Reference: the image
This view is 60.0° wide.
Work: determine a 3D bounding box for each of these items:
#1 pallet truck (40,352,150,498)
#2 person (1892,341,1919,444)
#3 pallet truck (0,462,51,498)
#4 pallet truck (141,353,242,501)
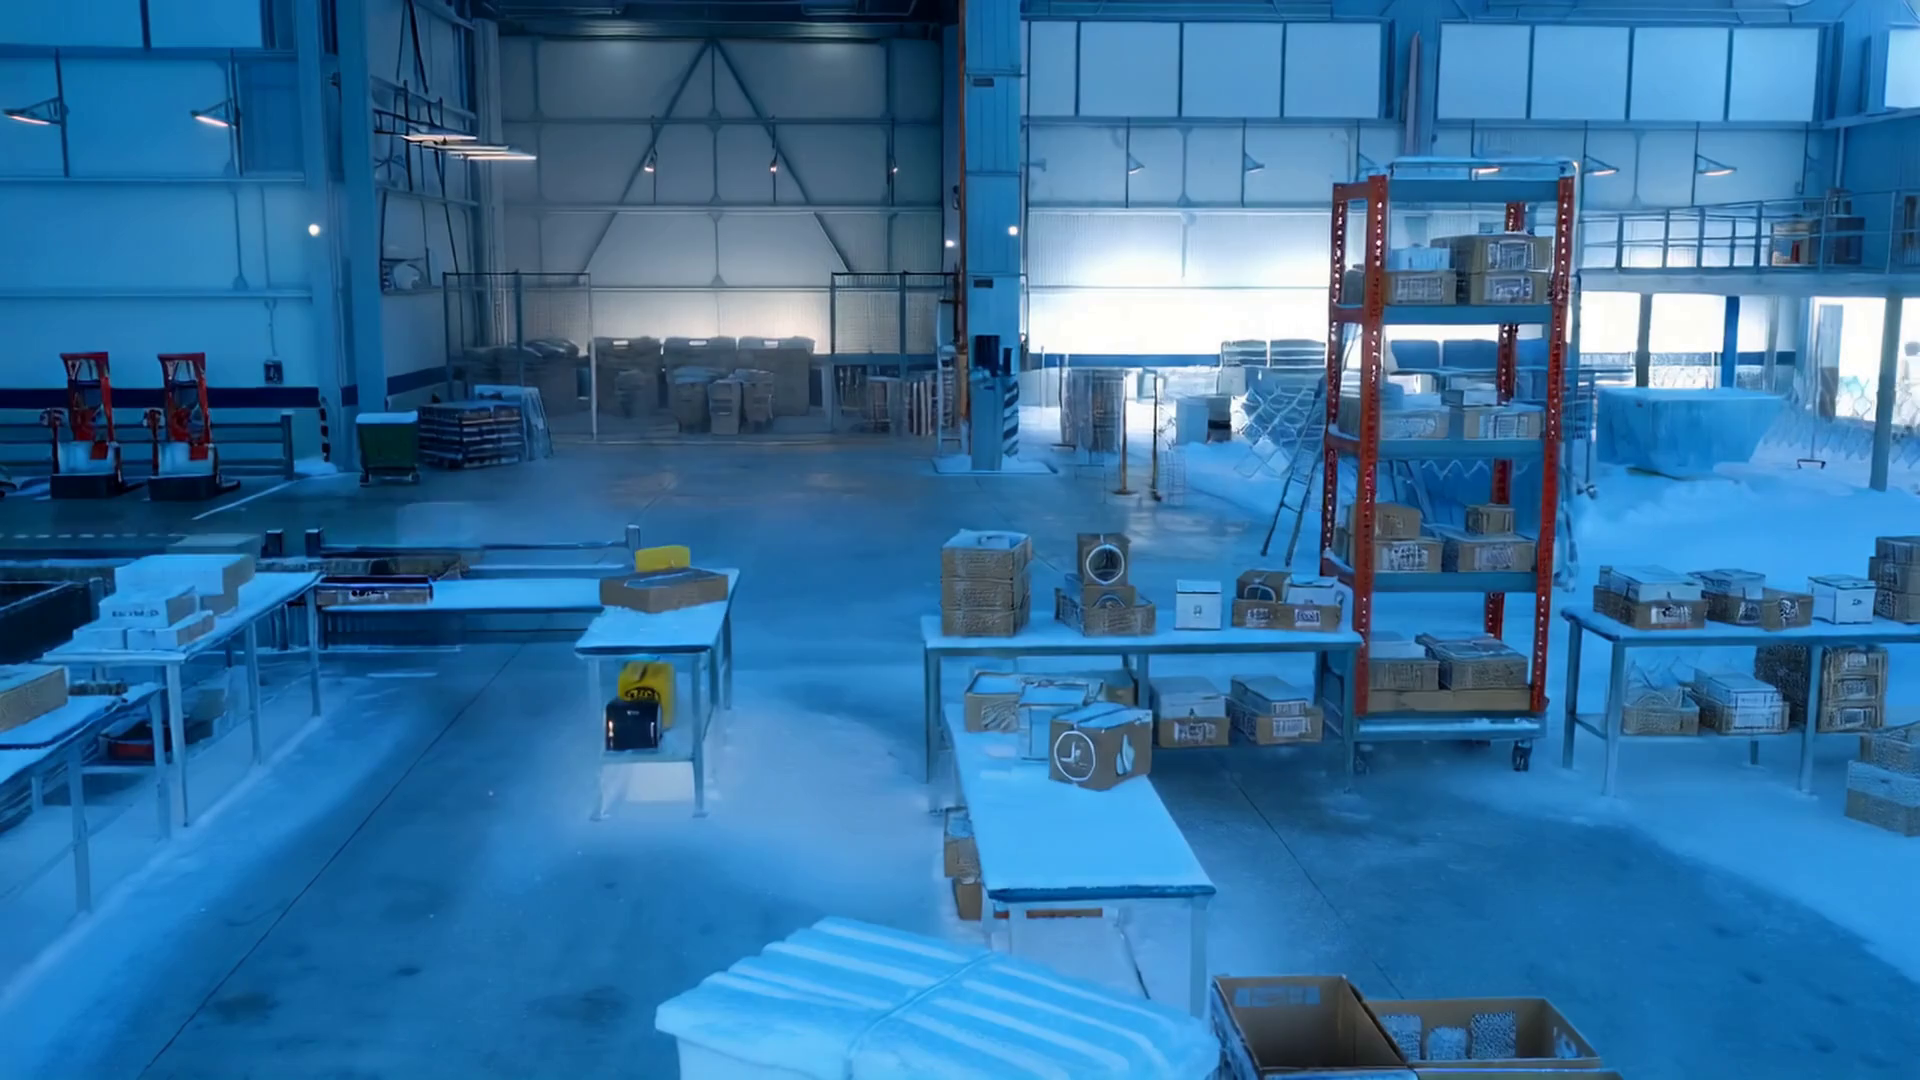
[{"bbox_3d":[-11.907,-1.642,23.165,0.823,1.965,1.885,0,9,0],"label":"pallet truck"},{"bbox_3d":[17.036,-2.624,29.757,0.576,1.865,0.660,0,9,-3],"label":"person"},{"bbox_3d":[-13.193,-1.293,23.148,0.653,1.274,1.630,-1,9,-4],"label":"pallet truck"},{"bbox_3d":[-10.520,-1.604,22.925,0.823,1.965,1.885,-1,9,-6],"label":"pallet truck"}]
